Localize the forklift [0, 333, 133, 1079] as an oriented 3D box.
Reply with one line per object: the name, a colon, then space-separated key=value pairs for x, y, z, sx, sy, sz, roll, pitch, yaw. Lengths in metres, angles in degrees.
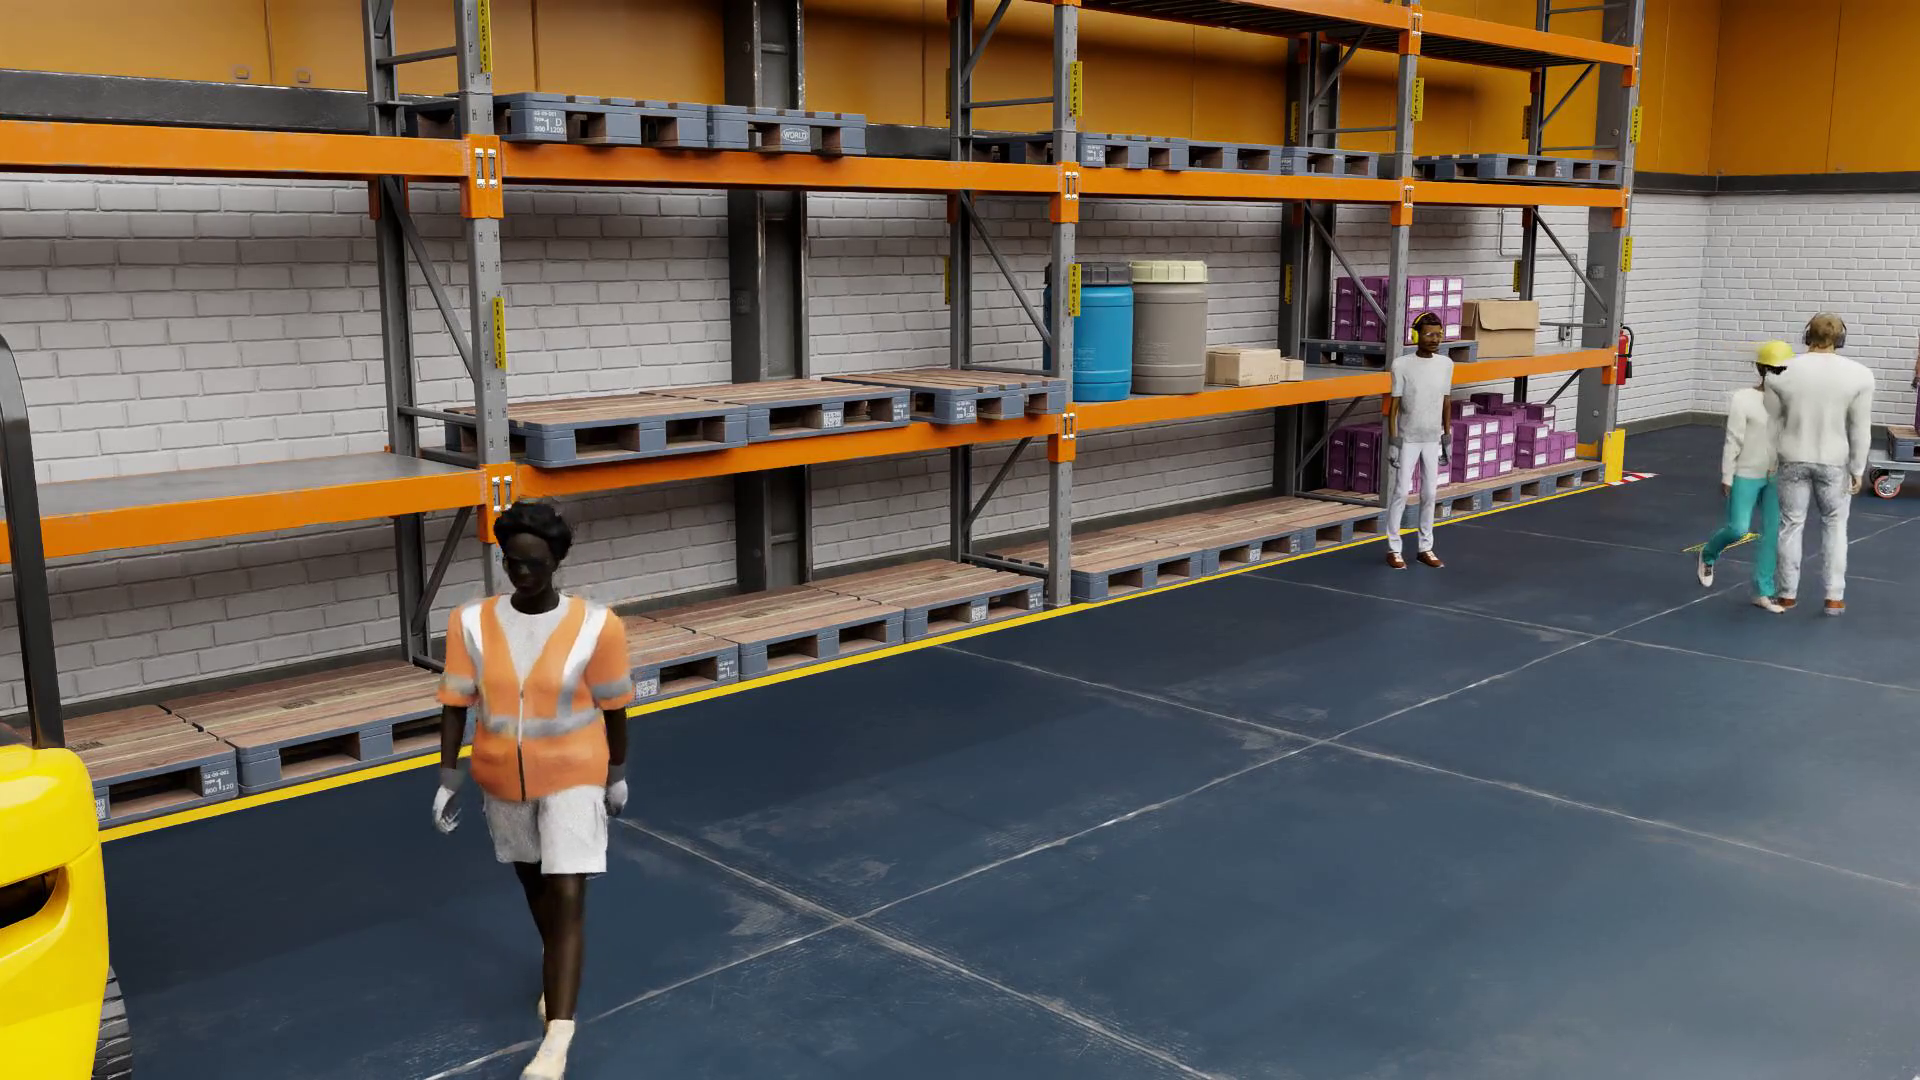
forklift: x=-3.289 y=0.485 z=4.582 sx=1.214 sy=2.155 sz=2.313 roll=-10 pitch=14 yaw=-44

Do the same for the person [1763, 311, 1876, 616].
person: x=5.406 y=-0.478 z=10.559 sx=0.645 sy=1.936 sz=0.437 roll=6 pitch=12 yaw=29

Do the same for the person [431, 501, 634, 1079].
person: x=-1.241 y=0.712 z=4.815 sx=0.541 sy=1.651 sz=0.873 roll=1 pitch=10 yaw=5

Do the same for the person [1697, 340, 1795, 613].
person: x=5.168 y=-0.436 z=10.833 sx=0.531 sy=1.744 sz=0.668 roll=-2 pitch=11 yaw=-8

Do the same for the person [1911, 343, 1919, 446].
person: x=10.953 y=-1.815 z=18.641 sx=0.533 sy=1.639 sz=0.339 roll=0 pitch=10 yaw=-2

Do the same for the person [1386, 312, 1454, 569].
person: x=3.330 y=-0.713 z=12.031 sx=0.514 sy=1.862 sz=0.325 roll=-3 pitch=11 yaw=-14
